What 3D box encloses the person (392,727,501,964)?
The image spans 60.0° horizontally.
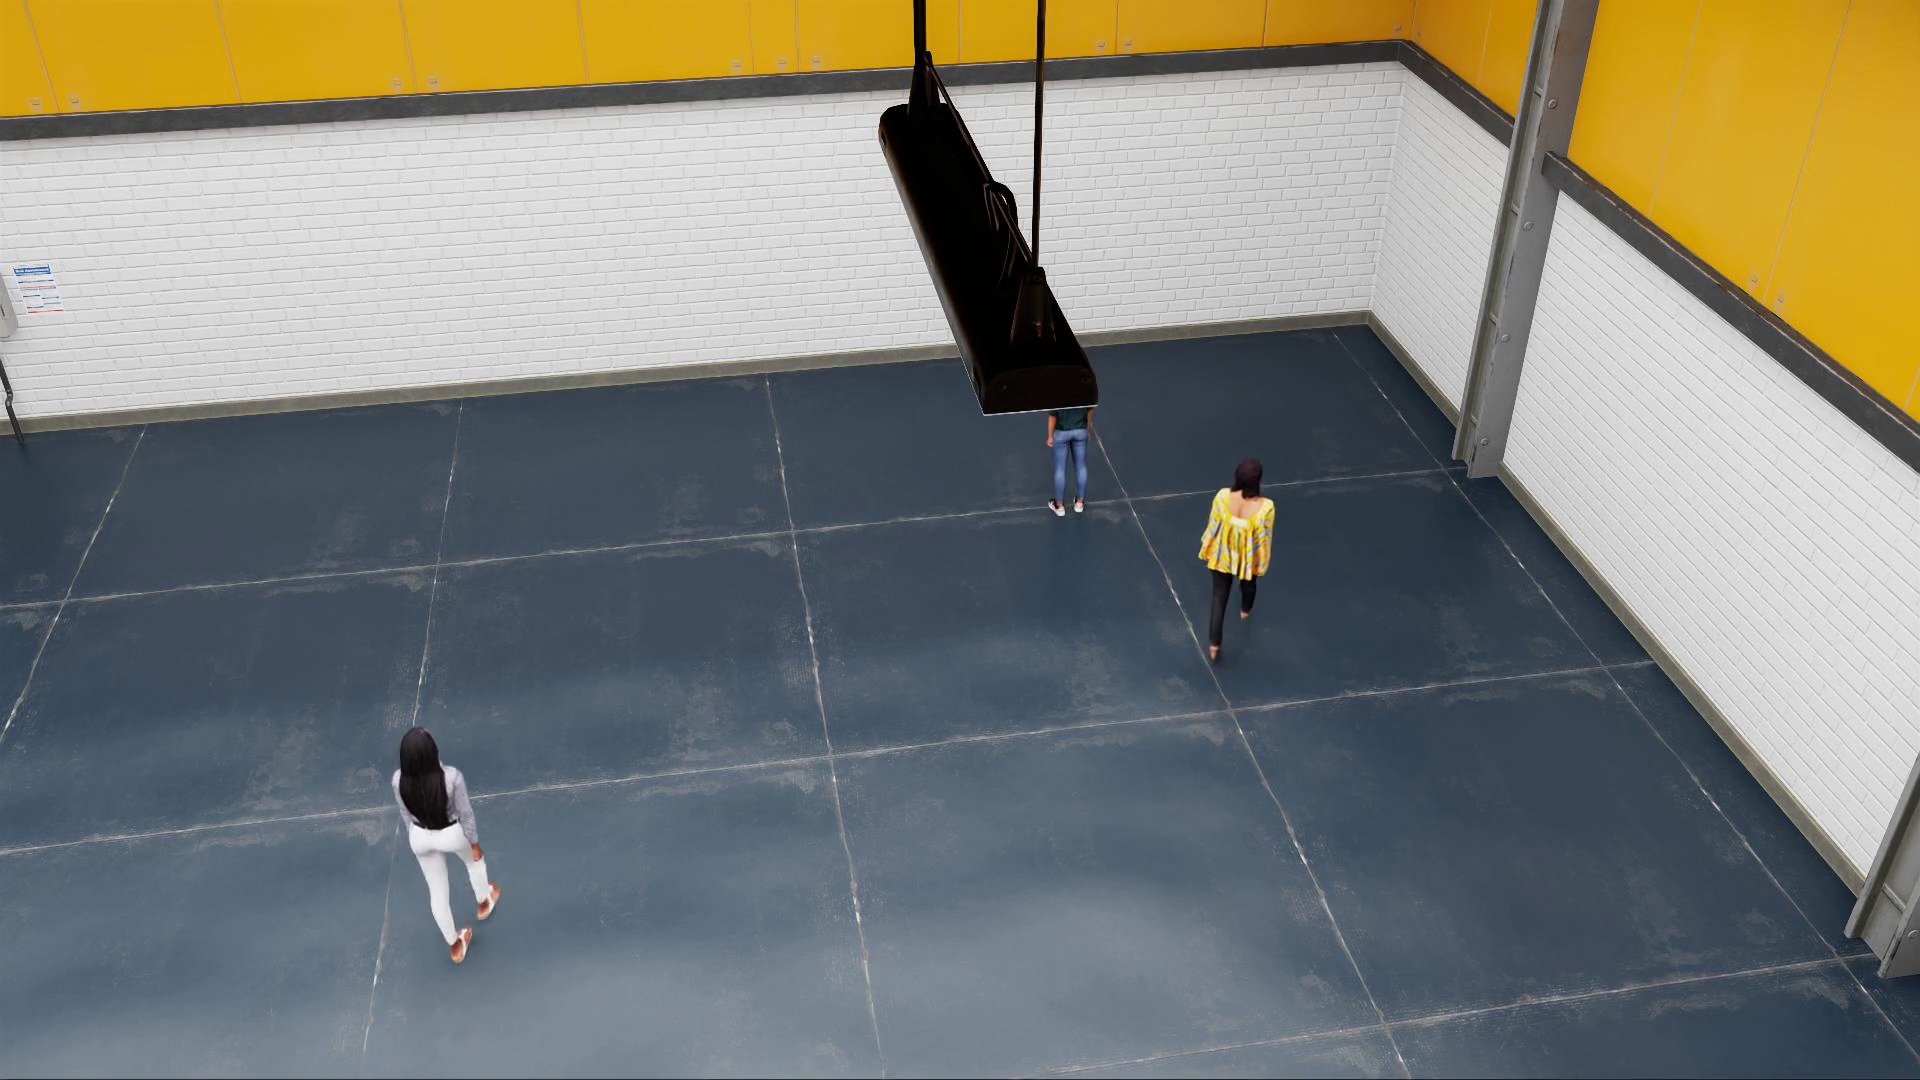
[{"bbox_3d":[-3.125,1.867,9.976,0.688,1.710,0.875,-1,34,-2],"label":"person"}]

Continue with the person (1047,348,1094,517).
[{"bbox_3d":[0.942,-0.947,14.294,0.583,1.616,0.570,-6,34,-9],"label":"person"}]

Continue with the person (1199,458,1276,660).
[{"bbox_3d":[2.069,0.178,12.613,0.994,1.605,1.171,10,35,14],"label":"person"}]
